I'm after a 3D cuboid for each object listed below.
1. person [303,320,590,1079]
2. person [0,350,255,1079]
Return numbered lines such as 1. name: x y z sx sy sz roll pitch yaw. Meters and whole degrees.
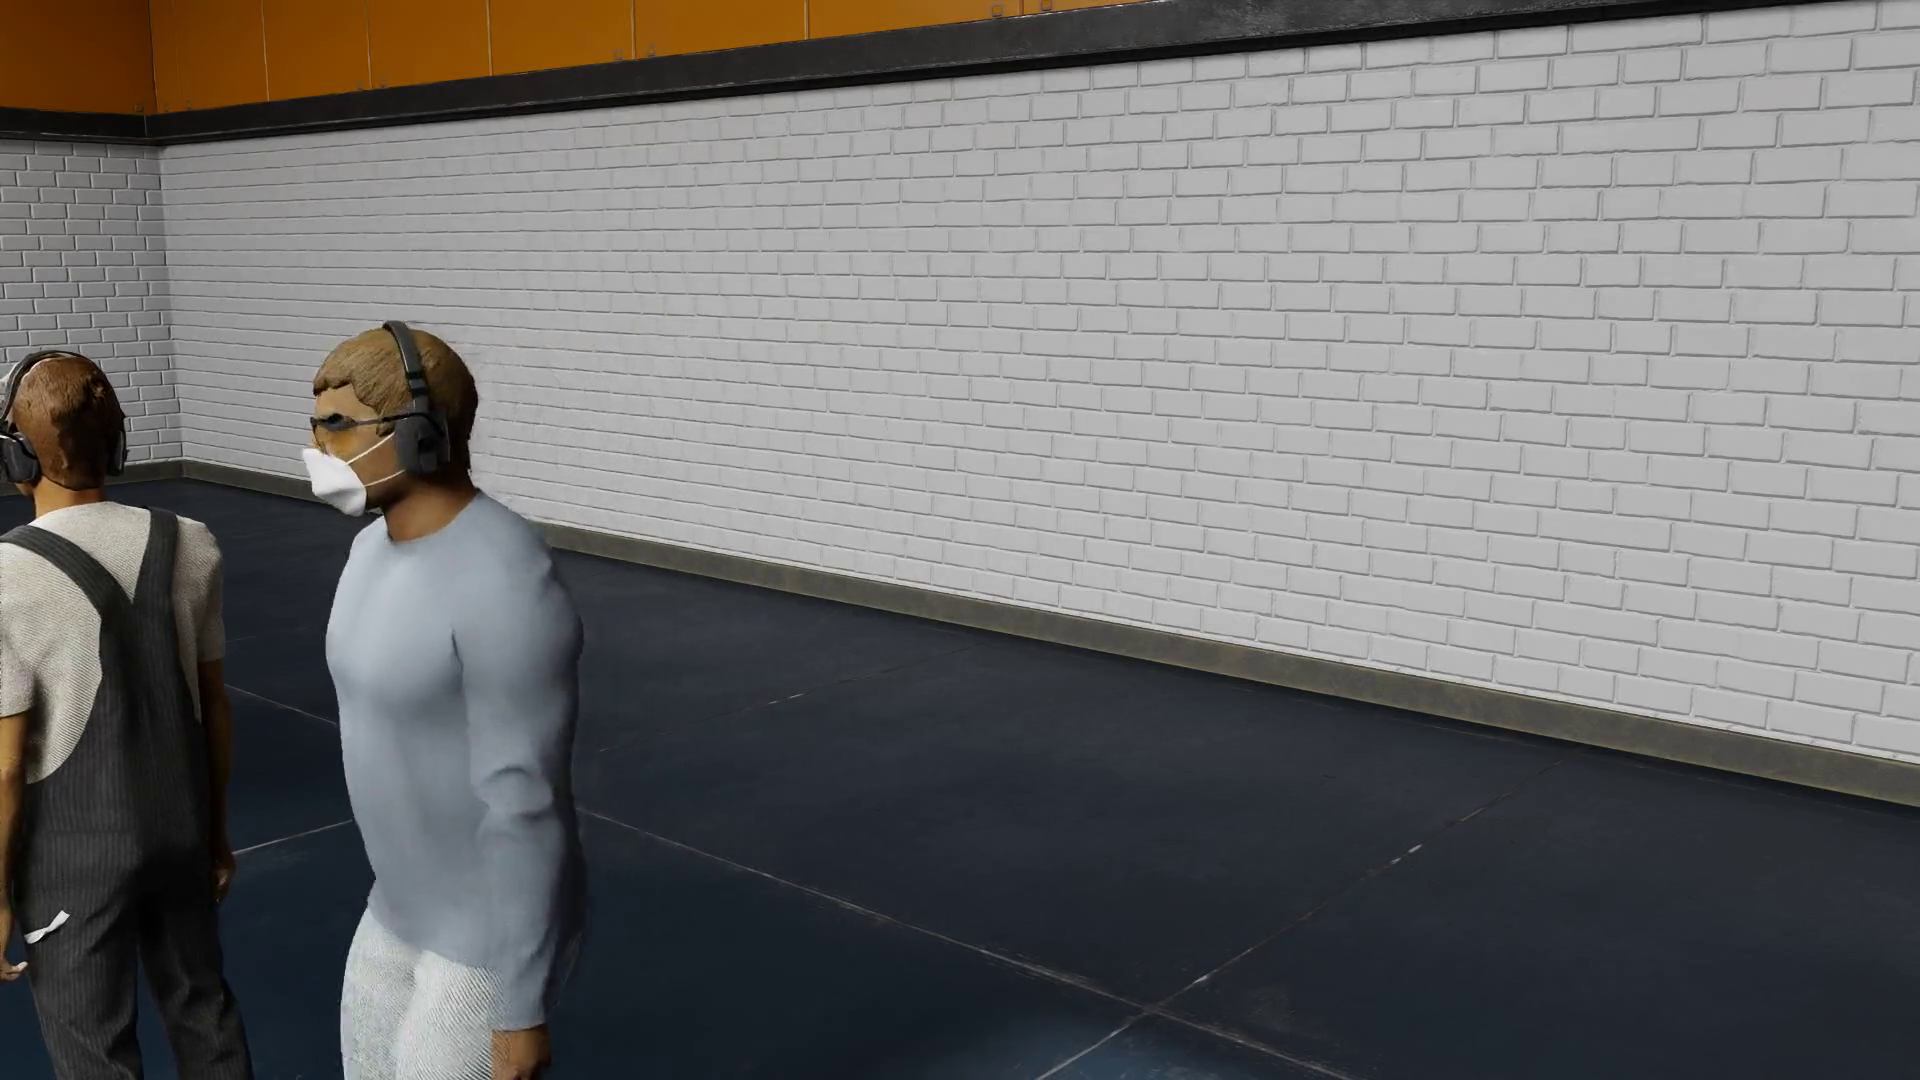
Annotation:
1. person: -0.734 0.610 2.656 0.639 1.922 0.629 -9 13 -41
2. person: -1.550 0.581 3.027 0.348 1.846 0.506 5 11 28
